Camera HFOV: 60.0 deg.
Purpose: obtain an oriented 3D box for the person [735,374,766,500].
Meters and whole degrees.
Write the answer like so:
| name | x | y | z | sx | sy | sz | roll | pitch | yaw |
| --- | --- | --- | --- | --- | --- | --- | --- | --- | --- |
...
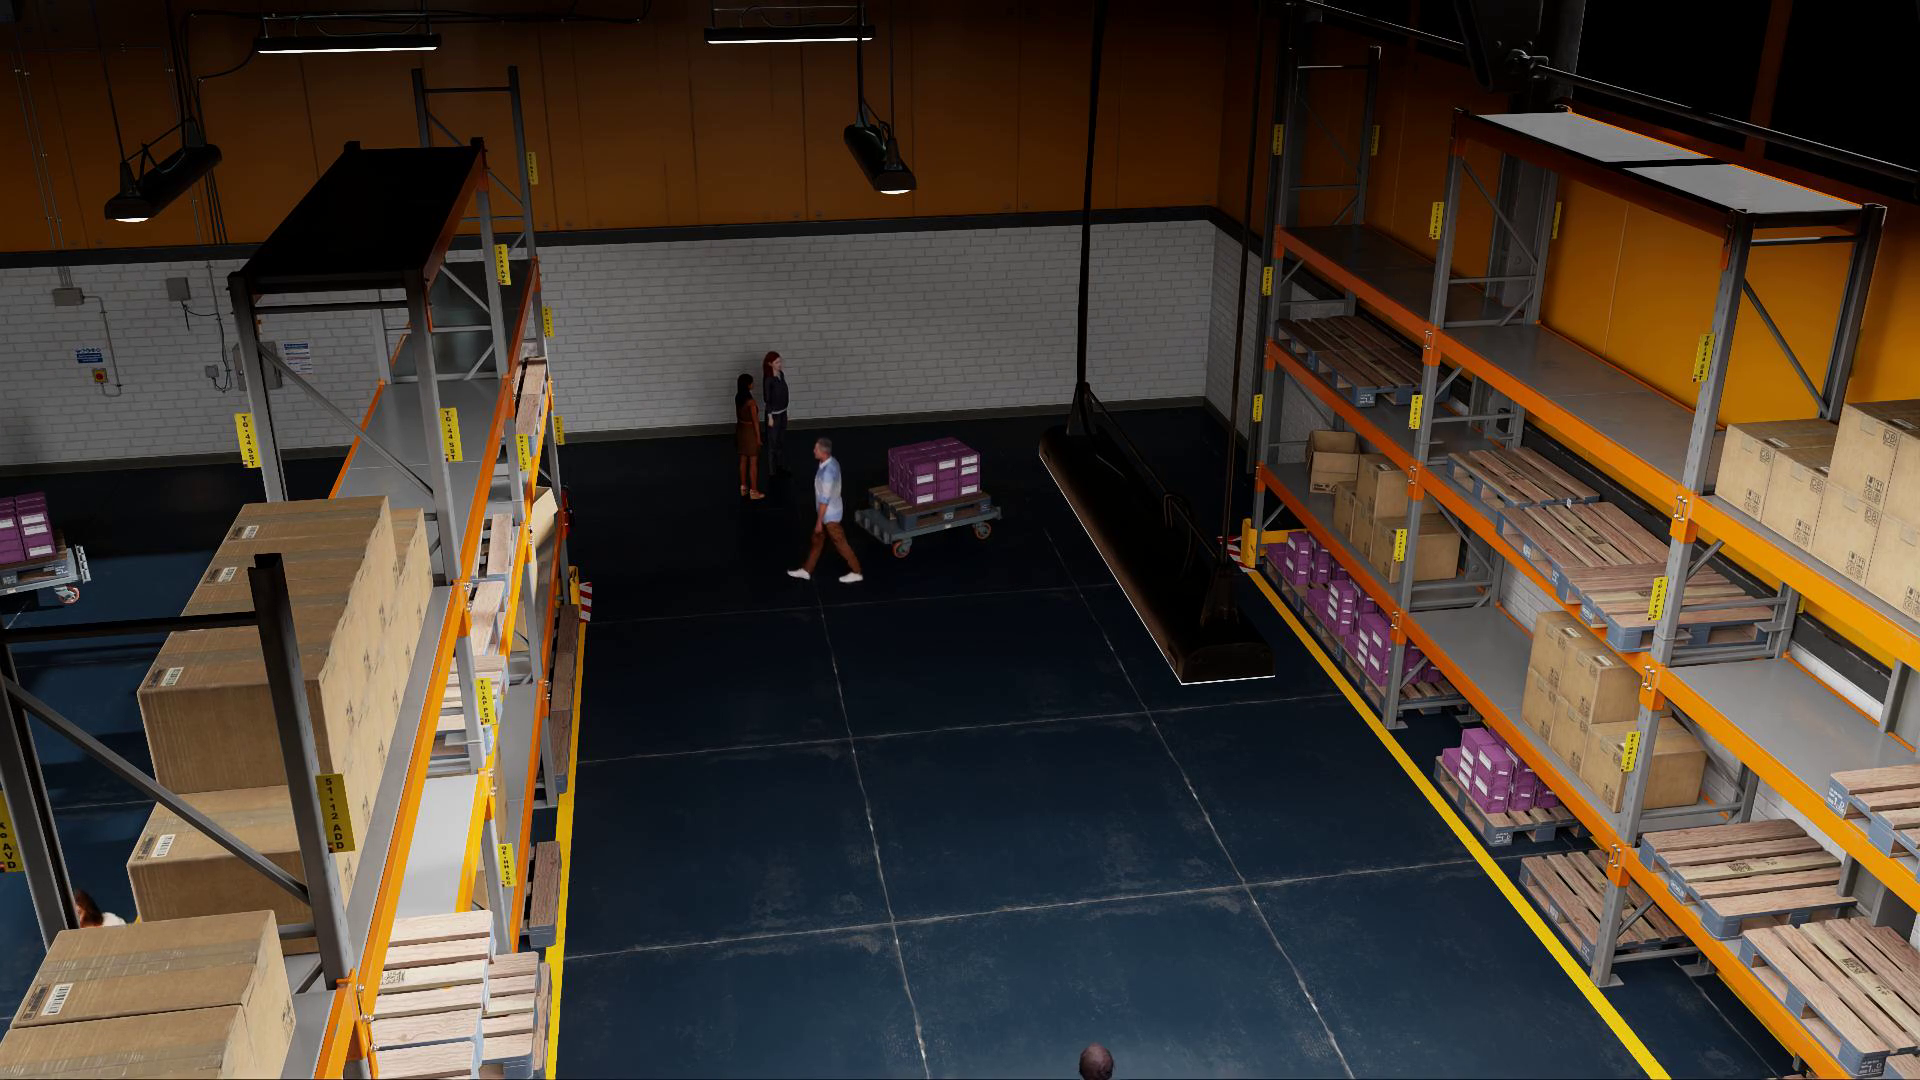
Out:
| name | x | y | z | sx | sy | sz | roll | pitch | yaw |
| --- | --- | --- | --- | --- | --- | --- | --- | --- | --- |
| person | -2.761 | -1.358 | 21.688 | 0.705 | 1.689 | 0.606 | -20 | 31 | -38 |

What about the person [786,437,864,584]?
| name | x | y | z | sx | sy | sz | roll | pitch | yaw |
| --- | --- | --- | --- | --- | --- | --- | --- | --- | --- |
| person | -1.421 | -0.302 | 19.157 | 0.846 | 1.782 | 1.097 | -2 | 24 | -4 |

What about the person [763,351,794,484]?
| name | x | y | z | sx | sy | sz | roll | pitch | yaw |
| --- | --- | --- | --- | --- | --- | --- | --- | --- | --- |
| person | -2.467 | -1.669 | 22.283 | 0.715 | 1.781 | 0.627 | 11 | 26 | 24 |

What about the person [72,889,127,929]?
| name | x | y | z | sx | sy | sz | roll | pitch | yaw |
| --- | --- | --- | --- | --- | --- | --- | --- | --- | --- |
| person | -5.924 | 3.058 | 11.660 | 0.798 | 1.630 | 1.050 | -12 | 26 | -26 |
